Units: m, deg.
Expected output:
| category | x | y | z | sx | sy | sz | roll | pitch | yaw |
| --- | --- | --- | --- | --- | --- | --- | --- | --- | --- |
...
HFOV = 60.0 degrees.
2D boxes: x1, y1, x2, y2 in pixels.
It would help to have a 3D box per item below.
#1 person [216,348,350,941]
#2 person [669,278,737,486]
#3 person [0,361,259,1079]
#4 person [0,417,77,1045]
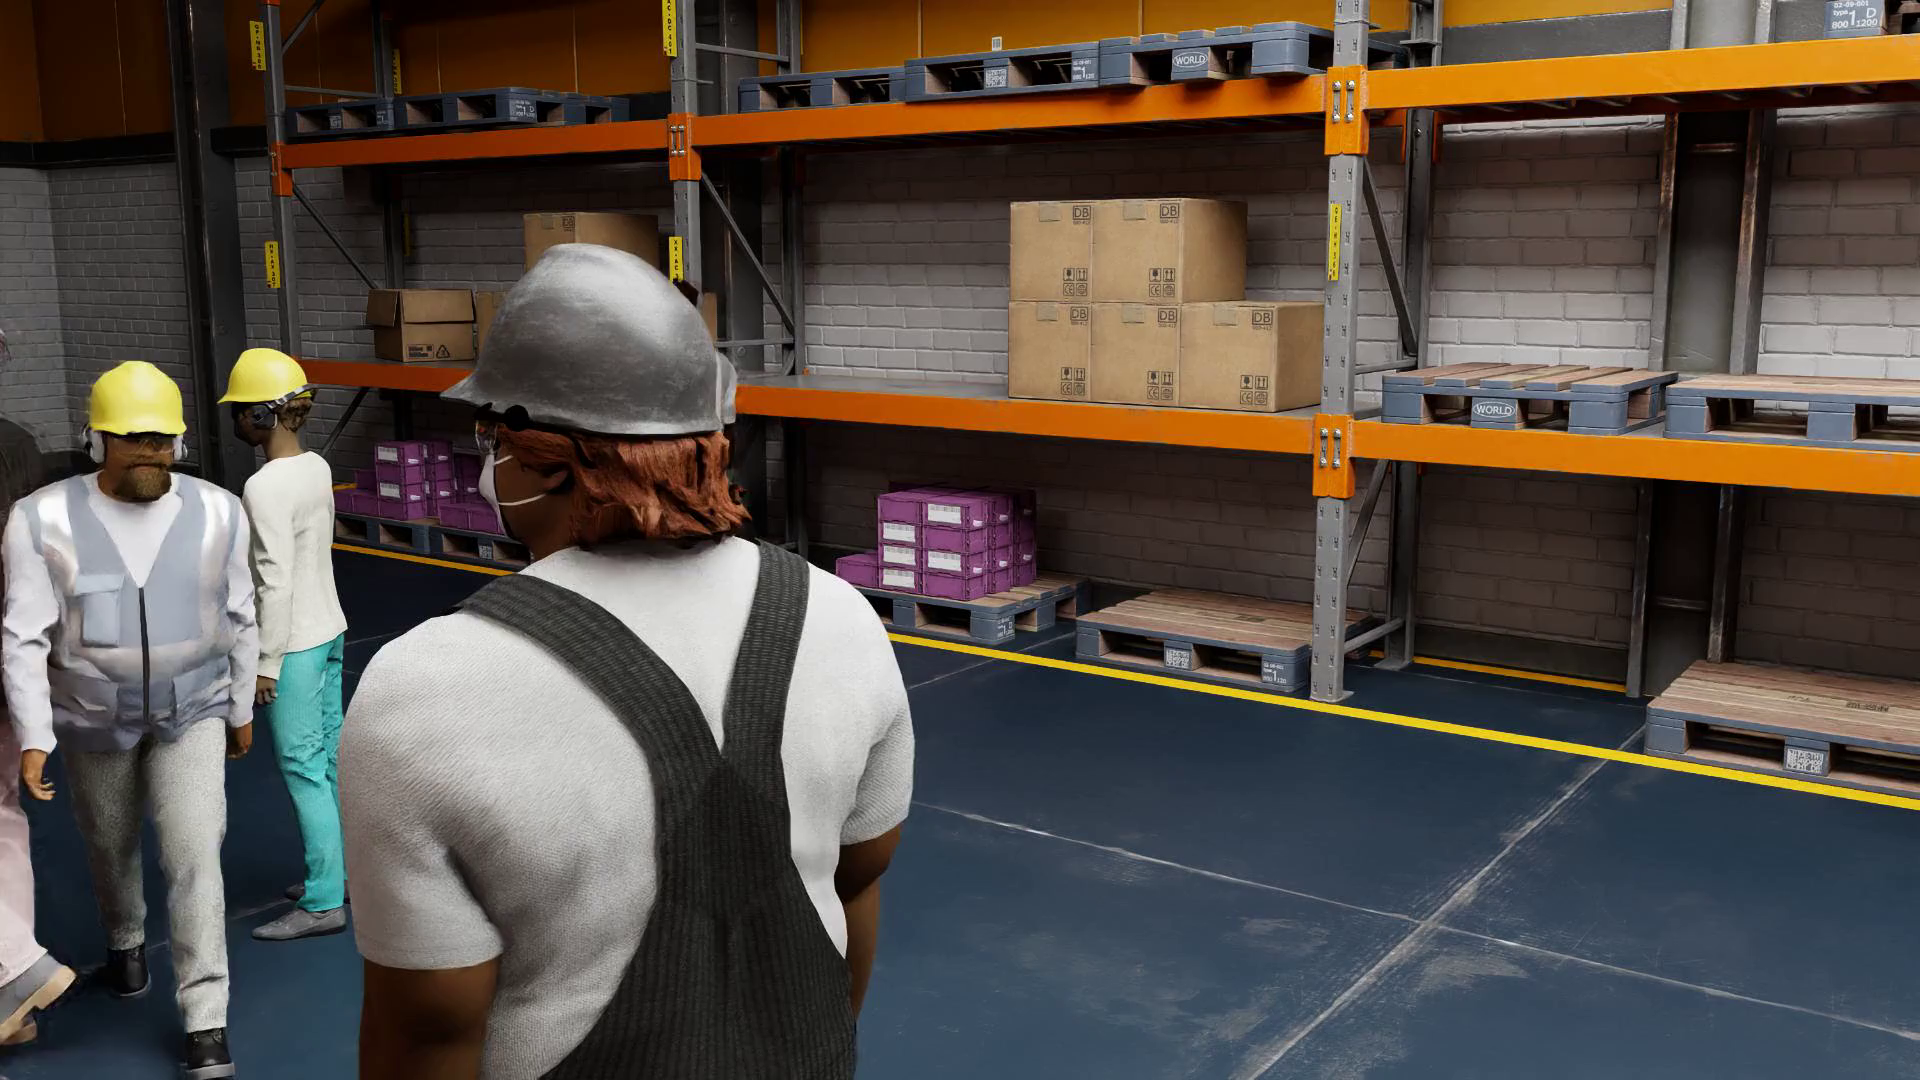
| category | x | y | z | sx | sy | sz | roll | pitch | yaw |
| --- | --- | --- | --- | --- | --- | --- | --- | --- | --- |
| person | -2.019 | 0.313 | 4.995 | 0.318 | 1.767 | 0.534 | -1 | 10 | -4 |
| person | -1.294 | -0.297 | 8.135 | 0.678 | 1.940 | 0.616 | 7 | 12 | 37 |
| person | -2.122 | 0.425 | 4.308 | 0.596 | 1.785 | 0.963 | -5 | 11 | -29 |
| person | -2.556 | 0.340 | 4.232 | 0.429 | 1.965 | 0.620 | 0 | 10 | 2 |
